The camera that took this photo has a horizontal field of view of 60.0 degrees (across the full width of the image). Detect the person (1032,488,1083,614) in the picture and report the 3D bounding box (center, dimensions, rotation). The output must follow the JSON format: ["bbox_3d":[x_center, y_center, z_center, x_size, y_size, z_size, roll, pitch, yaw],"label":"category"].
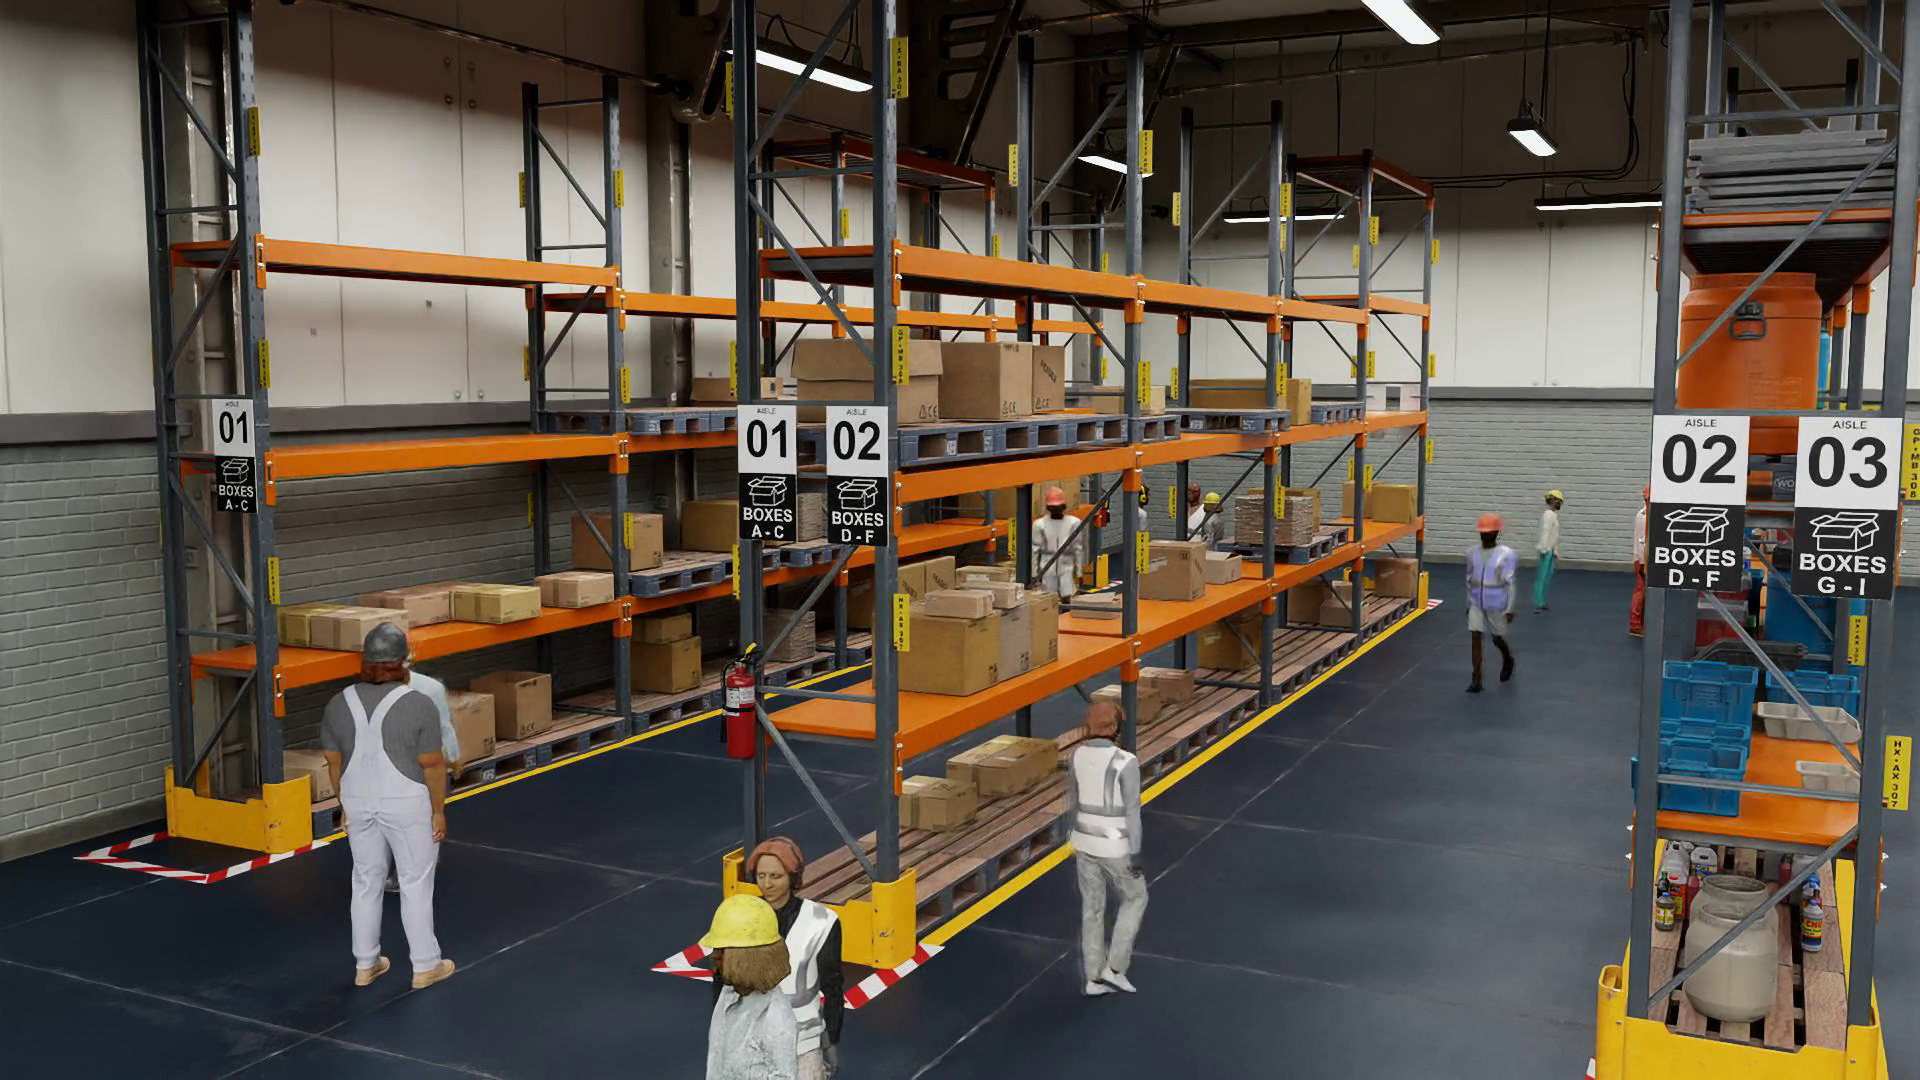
[{"bbox_3d":[1.157,0.392,19.853,0.626,2.000,0.950,0,6,3],"label":"person"}]

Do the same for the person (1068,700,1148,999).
[{"bbox_3d":[0.805,1.688,9.077,0.392,1.611,0.584,-5,8,-42],"label":"person"}]

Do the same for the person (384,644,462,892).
[{"bbox_3d":[-3.676,1.446,11.139,0.618,1.690,0.896,1,6,9],"label":"person"}]

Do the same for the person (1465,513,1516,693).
[{"bbox_3d":[5.677,0.654,17.756,0.548,1.916,0.796,5,8,41],"label":"person"}]

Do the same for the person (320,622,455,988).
[{"bbox_3d":[-3.147,1.462,9.274,0.685,2.000,0.538,1,6,9],"label":"person"}]

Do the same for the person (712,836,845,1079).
[{"bbox_3d":[-0.702,1.950,6.450,0.515,1.641,0.314,1,6,5],"label":"person"}]

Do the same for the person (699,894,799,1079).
[{"bbox_3d":[-0.690,2.005,5.420,0.295,1.744,0.484,-3,7,-31],"label":"person"}]

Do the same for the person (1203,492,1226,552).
[{"bbox_3d":[3.463,0.220,22.785,0.322,1.741,0.491,4,7,33],"label":"person"}]

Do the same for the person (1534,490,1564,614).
[{"bbox_3d":[8.279,0.168,23.412,0.338,1.720,0.683,3,6,24],"label":"person"}]
